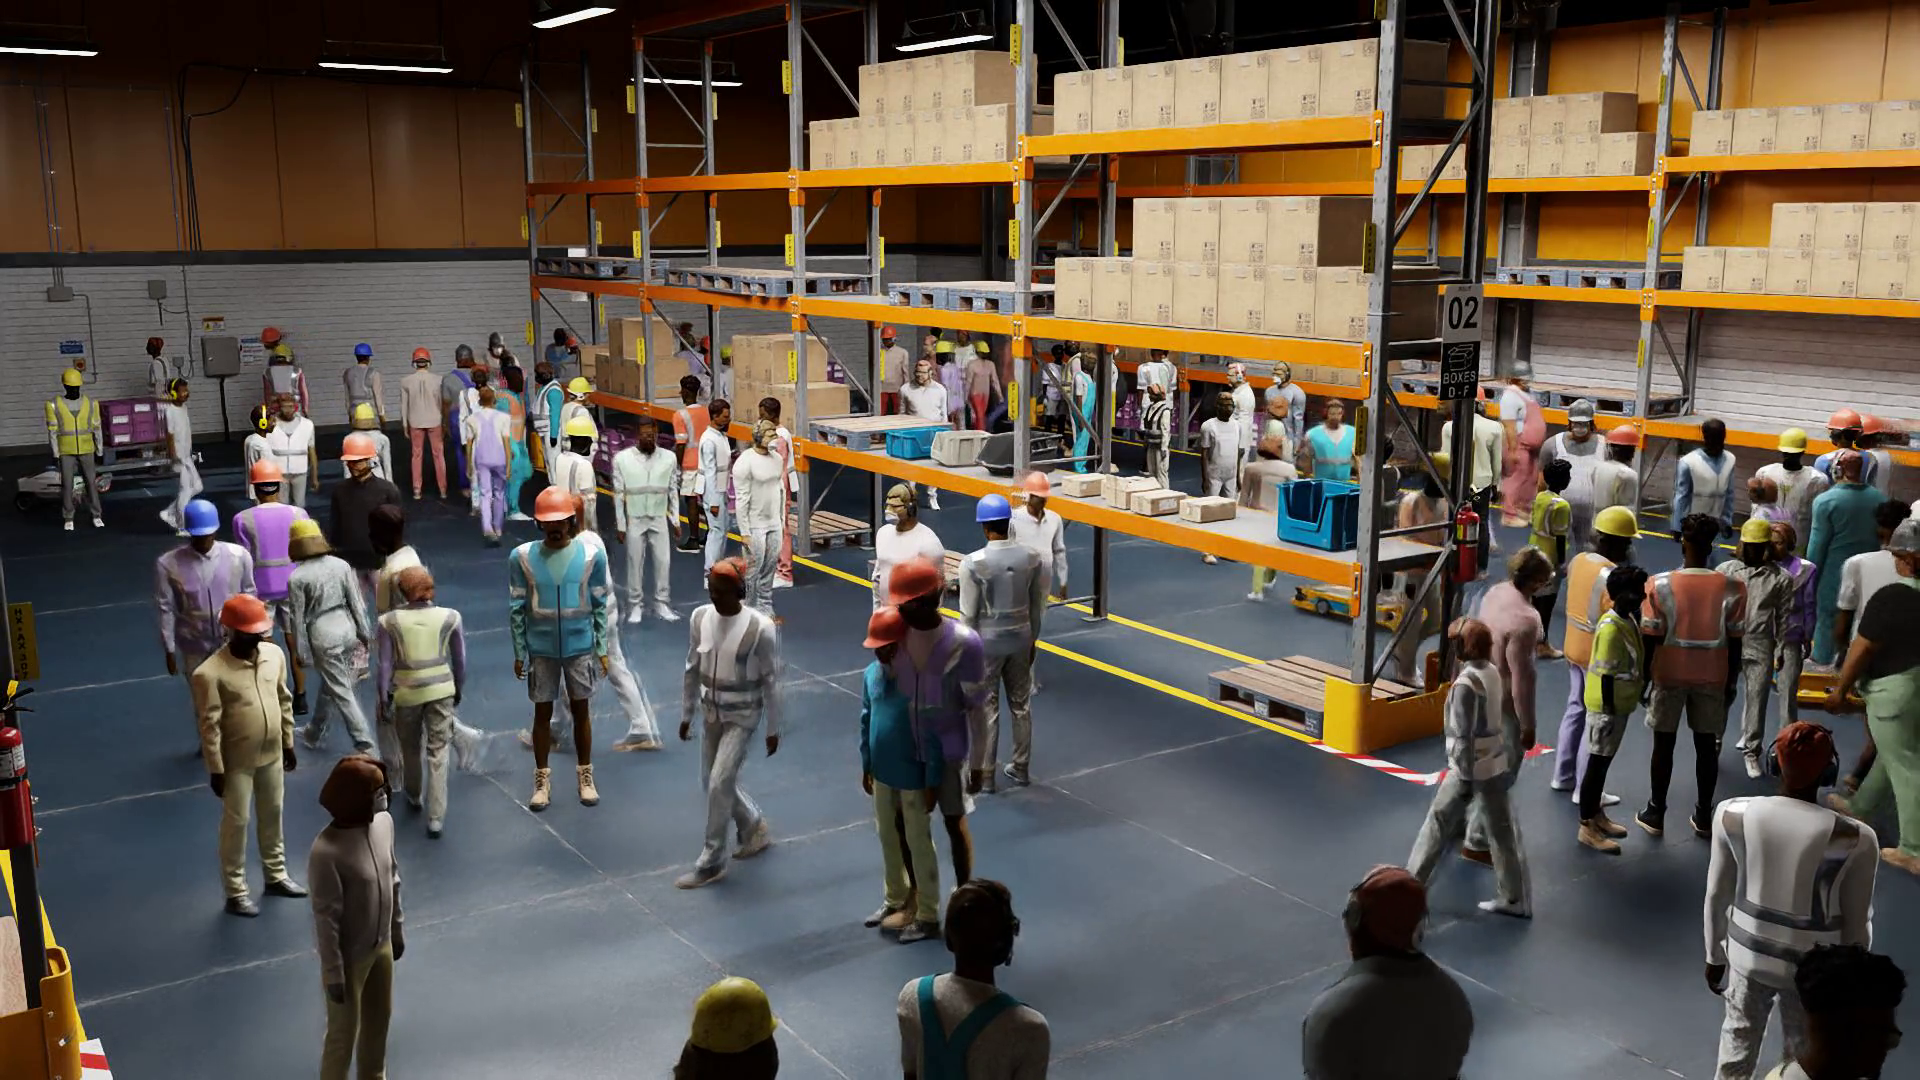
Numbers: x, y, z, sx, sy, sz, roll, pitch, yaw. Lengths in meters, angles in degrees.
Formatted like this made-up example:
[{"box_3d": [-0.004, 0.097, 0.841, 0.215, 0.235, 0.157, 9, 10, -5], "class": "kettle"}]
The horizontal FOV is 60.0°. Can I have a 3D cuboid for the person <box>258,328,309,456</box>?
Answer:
[{"box_3d": [-10.518, -2.261, 25.521, 0.973, 1.990, 0.719, 0, 11, 1], "class": "person"}]

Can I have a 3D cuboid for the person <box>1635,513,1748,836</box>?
[{"box_3d": [4.338, 0.805, 9.924, 0.603, 1.966, 0.368, 2, 11, 9], "class": "person"}]

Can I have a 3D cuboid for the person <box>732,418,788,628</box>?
[{"box_3d": [-1.762, -0.121, 14.775, 0.359, 1.931, 0.634, 7, 13, 31], "class": "person"}]

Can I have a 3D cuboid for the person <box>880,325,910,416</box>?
[{"box_3d": [-1.098, -2.375, 26.129, 0.612, 1.991, 0.392, 2, 11, 9], "class": "person"}]

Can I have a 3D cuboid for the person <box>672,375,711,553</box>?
[{"box_3d": [-2.930, -0.838, 18.332, 0.372, 1.966, 0.603, 8, 14, 36], "class": "person"}]

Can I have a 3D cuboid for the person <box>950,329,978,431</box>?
[{"box_3d": [0.078, -2.569, 27.433, 0.582, 1.879, 0.375, 6, 12, 27], "class": "person"}]

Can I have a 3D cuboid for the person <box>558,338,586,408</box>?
[{"box_3d": [-6.230, -2.390, 26.846, 0.561, 1.743, 0.347, -10, 15, -43], "class": "person"}]

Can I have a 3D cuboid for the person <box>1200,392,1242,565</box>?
[{"box_3d": [2.794, -0.663, 17.747, 0.508, 1.846, 0.345, -5, 12, -26], "class": "person"}]

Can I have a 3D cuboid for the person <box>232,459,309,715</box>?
[{"box_3d": [-5.065, 0.366, 12.292, 0.548, 1.925, 0.392, -8, 14, -35], "class": "person"}]

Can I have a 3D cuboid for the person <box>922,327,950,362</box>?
[{"box_3d": [-0.397, -2.688, 28.044, 0.519, 1.874, 0.326, 0, 11, 2], "class": "person"}]

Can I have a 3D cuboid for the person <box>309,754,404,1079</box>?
[{"box_3d": [-2.367, 1.631, 6.584, 0.281, 1.629, 0.504, 3, 11, 14], "class": "person"}]

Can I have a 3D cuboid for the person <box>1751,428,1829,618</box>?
[{"box_3d": [7.044, -0.006, 14.202, 0.586, 1.920, 0.399, 10, 15, 41], "class": "person"}]

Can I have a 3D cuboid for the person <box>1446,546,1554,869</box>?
[{"box_3d": [3.045, 0.936, 9.443, 0.474, 1.895, 0.736, 0, 11, -2], "class": "person"}]

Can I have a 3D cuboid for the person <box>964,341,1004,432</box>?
[{"box_3d": [0.384, -2.264, 26.248, 0.539, 1.725, 0.866, -9, 14, -38], "class": "person"}]

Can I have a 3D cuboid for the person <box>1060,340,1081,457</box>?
[{"box_3d": [1.757, -2.198, 25.648, 0.430, 1.837, 0.629, 1, 11, 4], "class": "person"}]

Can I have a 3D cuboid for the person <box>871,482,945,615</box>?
[{"box_3d": [-0.371, 0.572, 11.190, 0.372, 1.940, 0.631, -11, 15, -43], "class": "person"}]

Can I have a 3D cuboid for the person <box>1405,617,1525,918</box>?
[{"box_3d": [2.658, 1.200, 8.846, 0.824, 1.597, 0.526, 8, 14, 37], "class": "person"}]

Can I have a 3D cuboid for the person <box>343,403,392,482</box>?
[{"box_3d": [-6.267, -0.588, 17.660, 0.495, 1.724, 0.486, -7, 13, -31], "class": "person"}]

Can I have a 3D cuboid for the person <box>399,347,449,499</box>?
[{"box_3d": [-7.027, -1.533, 21.852, 0.617, 1.986, 0.411, -3, 11, -15], "class": "person"}]

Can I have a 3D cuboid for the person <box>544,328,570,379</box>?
[{"box_3d": [-6.709, -2.659, 28.018, 0.667, 1.821, 0.505, 2, 11, 9], "class": "person"}]

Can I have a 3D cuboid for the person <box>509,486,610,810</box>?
[{"box_3d": [-2.495, 0.672, 10.407, 0.605, 2.045, 0.376, -3, 11, -14], "class": "person"}]

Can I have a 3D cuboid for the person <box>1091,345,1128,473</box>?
[{"box_3d": [2.161, -2.001, 24.093, 0.535, 2.000, 0.681, 0, 11, -1], "class": "person"}]

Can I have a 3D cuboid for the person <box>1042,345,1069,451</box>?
[{"box_3d": [1.533, -2.226, 26.124, 0.540, 1.695, 0.317, -5, 12, -25], "class": "person"}]

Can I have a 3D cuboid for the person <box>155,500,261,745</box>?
[{"box_3d": [-4.961, 0.633, 11.010, 0.631, 1.891, 1.000, -6, 12, -27], "class": "person"}]

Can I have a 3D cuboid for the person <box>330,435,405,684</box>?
[{"box_3d": [-4.681, 0.163, 13.135, 0.612, 1.995, 0.377, 2, 11, 9], "class": "person"}]

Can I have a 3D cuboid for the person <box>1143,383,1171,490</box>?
[{"box_3d": [2.460, -1.138, 20.736, 0.313, 1.633, 0.519, -4, 12, -22], "class": "person"}]

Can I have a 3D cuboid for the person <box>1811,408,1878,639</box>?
[{"box_3d": [7.631, -0.128, 14.503, 0.607, 2.044, 0.378, -4, 12, -18], "class": "person"}]

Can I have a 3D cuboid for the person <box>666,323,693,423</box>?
[{"box_3d": [-4.888, -3.001, 29.839, 0.963, 1.786, 0.576, -7, 13, -32], "class": "person"}]

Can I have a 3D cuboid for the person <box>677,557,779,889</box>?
[{"box_3d": [-1.298, 0.986, 9.337, 0.614, 1.840, 0.752, 7, 13, 33], "class": "person"}]

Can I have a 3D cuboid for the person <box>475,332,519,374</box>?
[{"box_3d": [-6.917, -2.151, 24.861, 0.690, 2.000, 0.978, -5, 12, -23], "class": "person"}]

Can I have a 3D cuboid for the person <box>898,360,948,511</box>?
[{"box_3d": [-0.462, -1.306, 20.891, 0.643, 1.905, 0.400, -2, 11, -10], "class": "person"}]

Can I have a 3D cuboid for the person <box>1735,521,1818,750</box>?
[{"box_3d": [5.609, 0.670, 11.478, 0.527, 1.632, 0.312, 8, 14, 35], "class": "person"}]

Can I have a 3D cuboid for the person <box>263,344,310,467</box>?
[{"box_3d": [-9.842, -1.940, 24.324, 0.592, 1.828, 0.404, -2, 11, -9], "class": "person"}]

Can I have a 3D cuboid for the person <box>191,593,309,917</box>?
[{"box_3d": [-3.763, 1.130, 8.849, 0.357, 1.739, 0.571, 5, 12, 26], "class": "person"}]

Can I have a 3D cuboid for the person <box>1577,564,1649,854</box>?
[{"box_3d": [3.834, 0.969, 9.766, 0.319, 1.698, 0.539, 6, 13, 29], "class": "person"}]

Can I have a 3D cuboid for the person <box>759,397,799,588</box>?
[{"box_3d": [-1.824, -0.481, 16.666, 0.402, 1.908, 0.598, -3, 12, -16], "class": "person"}]

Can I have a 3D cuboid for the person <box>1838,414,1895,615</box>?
[{"box_3d": [8.294, -0.205, 15.250, 0.542, 1.908, 0.475, -8, 13, -34], "class": "person"}]

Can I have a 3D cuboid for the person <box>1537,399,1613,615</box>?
[{"box_3d": [5.675, -0.289, 15.329, 0.689, 2.000, 0.539, 3, 11, 14], "class": "person"}]

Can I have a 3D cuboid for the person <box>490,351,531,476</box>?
[{"box_3d": [-6.336, -1.746, 23.409, 0.658, 1.791, 0.955, -5, 12, -25], "class": "person"}]

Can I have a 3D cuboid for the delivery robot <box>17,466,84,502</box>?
[{"box_3d": [-11.437, -0.685, 20.930, 0.707, 0.478, 0.477, 0, 11, -2], "class": "delivery robot"}]

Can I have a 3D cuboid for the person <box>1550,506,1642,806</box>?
[{"box_3d": [4.018, 0.727, 10.465, 0.399, 1.912, 0.596, -2, 11, -8], "class": "person"}]

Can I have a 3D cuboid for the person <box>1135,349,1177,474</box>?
[{"box_3d": [2.812, -1.914, 23.874, 0.599, 1.959, 0.376, -3, 11, -15], "class": "person"}]

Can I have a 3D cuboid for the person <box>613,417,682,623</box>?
[{"box_3d": [-2.841, -0.176, 15.150, 0.594, 1.899, 0.485, -5, 12, -23], "class": "person"}]

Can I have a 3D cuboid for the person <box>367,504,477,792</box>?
[{"box_3d": [-3.557, 0.688, 10.691, 0.726, 1.892, 0.601, -3, 12, -16], "class": "person"}]

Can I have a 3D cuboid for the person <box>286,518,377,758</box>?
[{"box_3d": [-4.296, 0.682, 11.292, 0.914, 1.667, 0.525, 6, 12, 27], "class": "person"}]

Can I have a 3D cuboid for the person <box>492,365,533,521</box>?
[{"box_3d": [-5.454, -1.172, 20.224, 0.474, 1.904, 0.595, 1, 11, 6], "class": "person"}]
